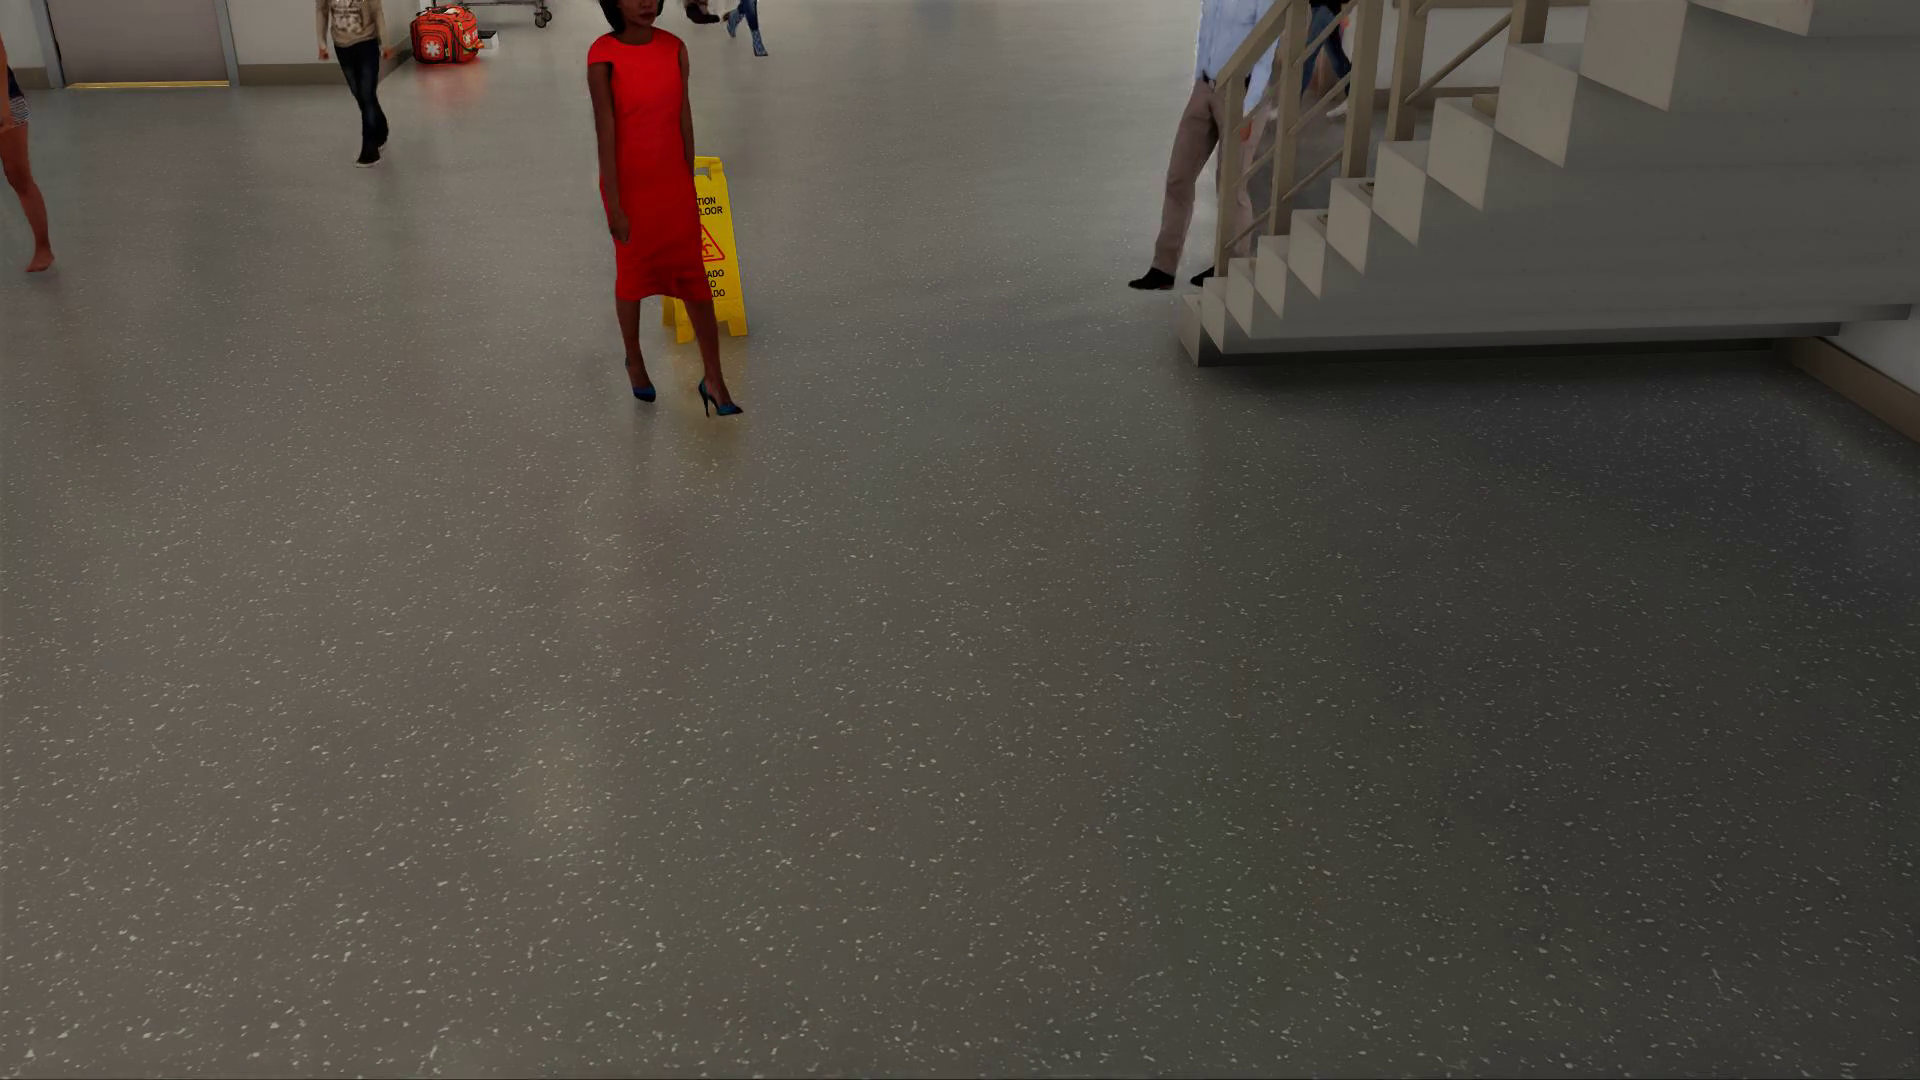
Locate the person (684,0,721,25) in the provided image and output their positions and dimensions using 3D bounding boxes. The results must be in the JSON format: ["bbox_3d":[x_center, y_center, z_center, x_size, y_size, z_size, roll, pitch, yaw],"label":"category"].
[{"bbox_3d":[-2.503,-5.675,15.262,0.937,1.830,0.874,19,32,34],"label":"person"}]

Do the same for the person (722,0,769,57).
[{"bbox_3d":[-1.803,-4.864,13.845,0.921,1.599,1.066,-18,31,-32],"label":"person"}]

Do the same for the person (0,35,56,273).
[{"bbox_3d":[-4.606,-2.061,7.893,0.627,1.720,1.106,-4,26,-8],"label":"person"}]

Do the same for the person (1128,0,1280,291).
[{"bbox_3d":[1.310,-2.028,7.727,1.058,1.806,1.041,-16,30,-30],"label":"person"}]

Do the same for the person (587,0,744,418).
[{"bbox_3d":[-1.236,-1.331,6.382,0.882,1.718,1.059,-17,31,-32],"label":"person"}]

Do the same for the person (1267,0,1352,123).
[{"bbox_3d":[2.548,-3.625,11.271,0.773,1.604,1.045,-7,27,-14],"label":"person"}]

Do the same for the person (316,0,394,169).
[{"bbox_3d":[-3.729,-3.093,10.355,0.670,1.441,1.032,2,26,3],"label":"person"}]
